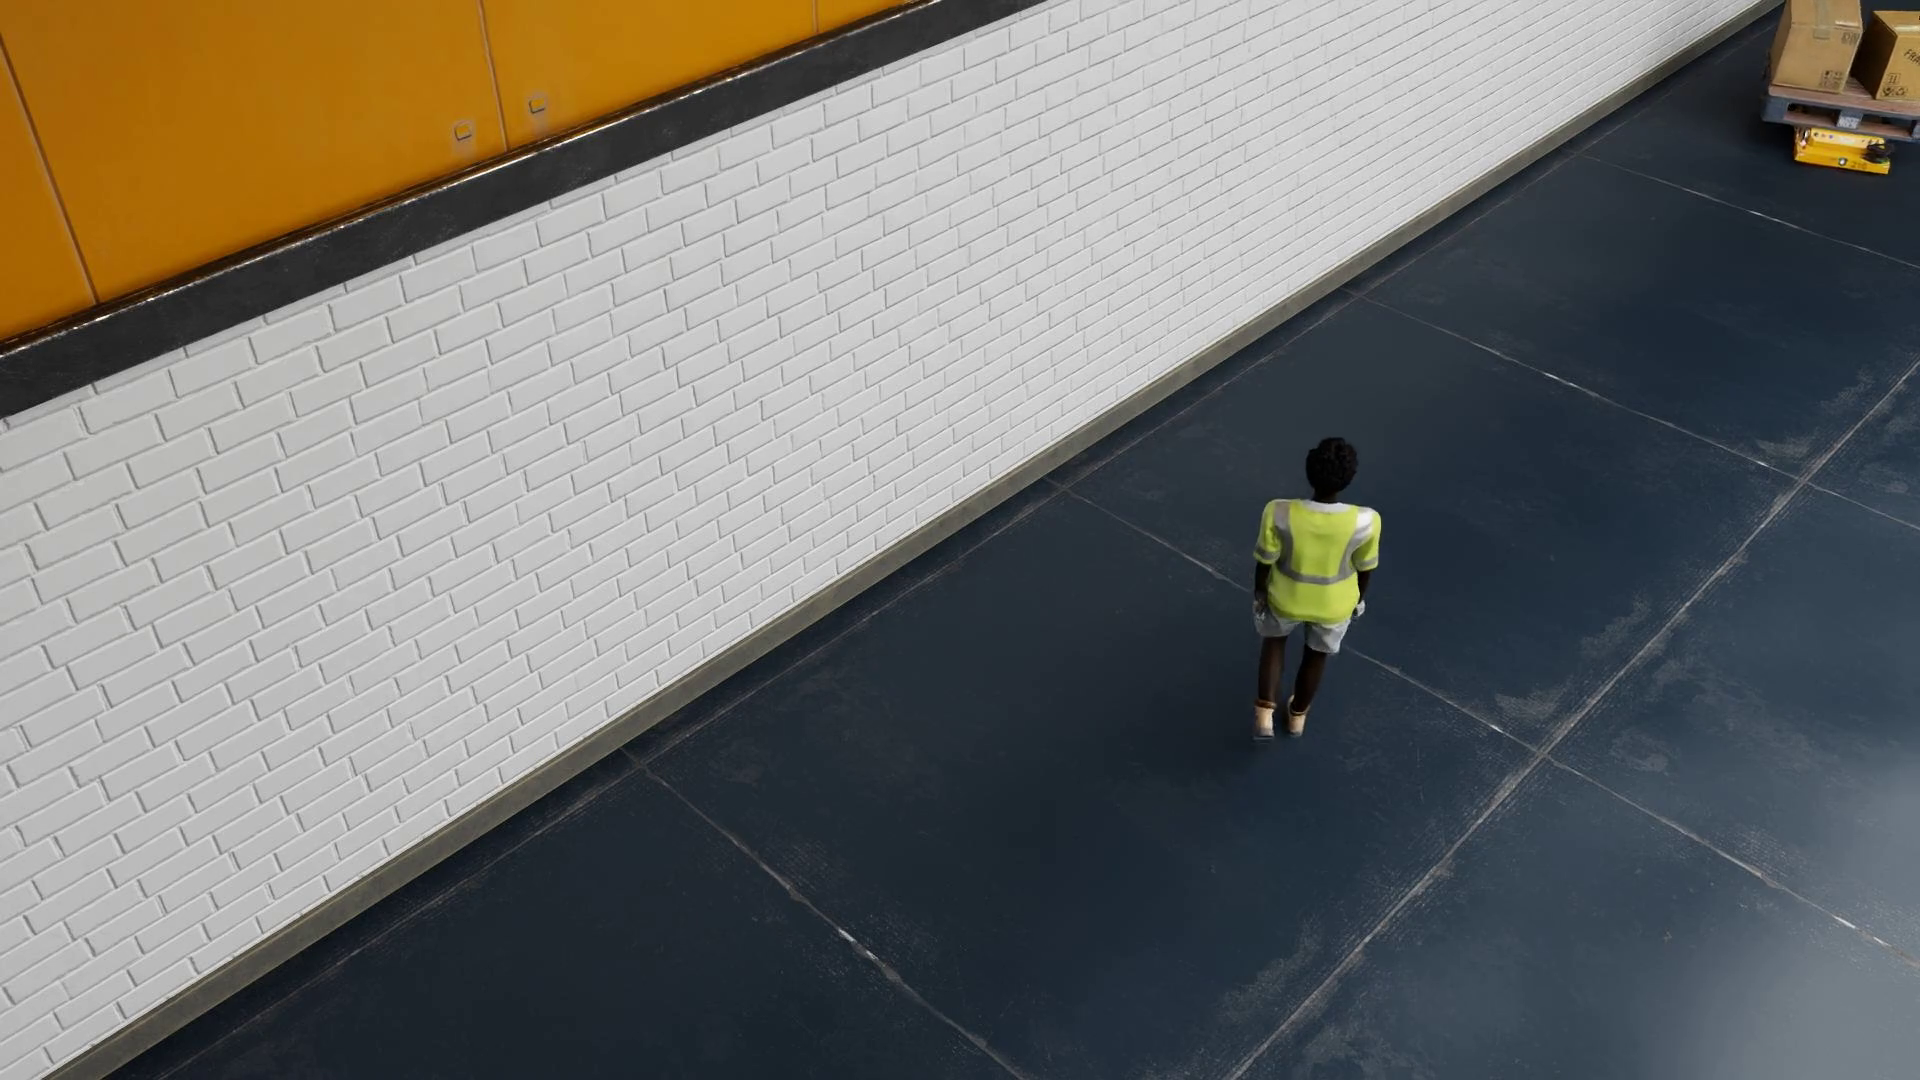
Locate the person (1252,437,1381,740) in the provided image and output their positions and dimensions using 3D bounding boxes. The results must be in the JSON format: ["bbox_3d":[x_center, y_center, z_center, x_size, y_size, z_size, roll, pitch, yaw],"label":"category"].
[{"bbox_3d":[1.560,0.278,7.438,0.539,1.682,0.446,9,40,11],"label":"person"}]

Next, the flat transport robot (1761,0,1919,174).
[{"bbox_3d":[6.895,-3.289,13.031,0.659,0.231,1.431,13,41,16],"label":"flat transport robot"}]
